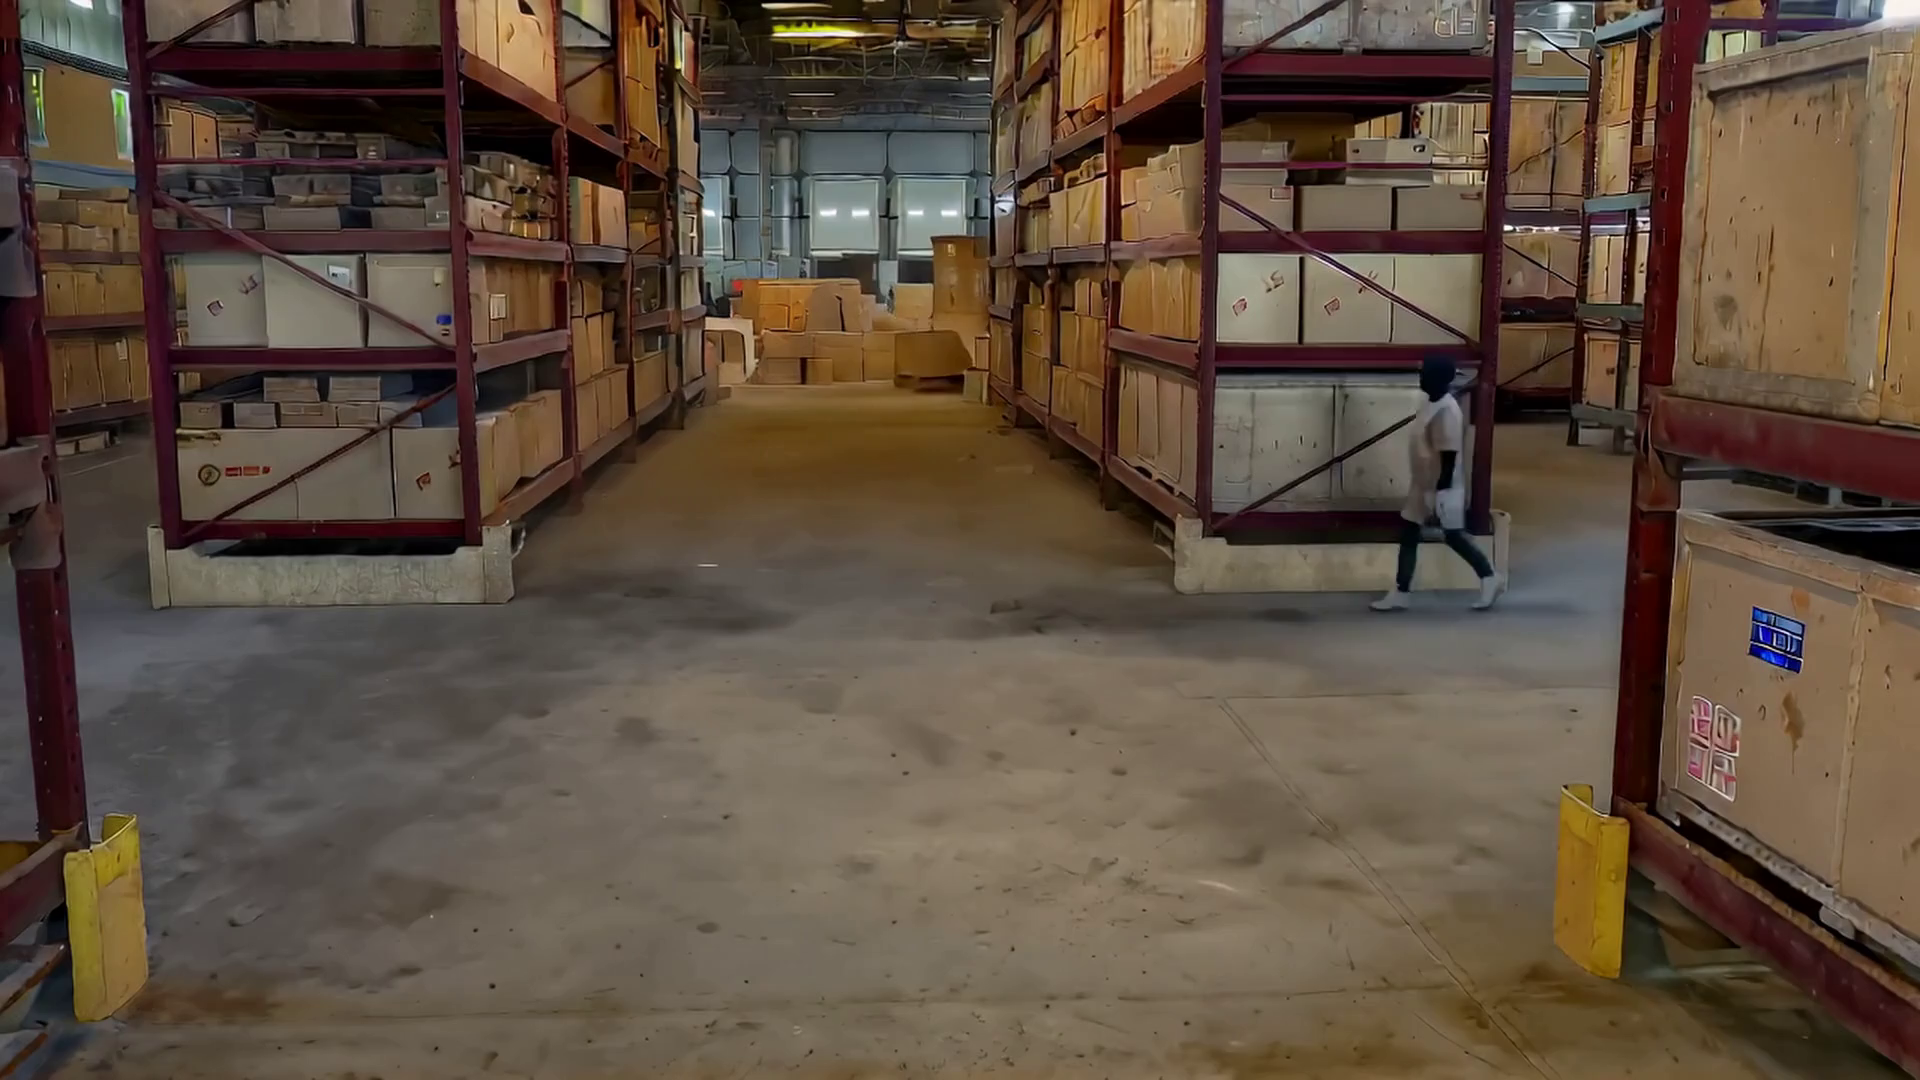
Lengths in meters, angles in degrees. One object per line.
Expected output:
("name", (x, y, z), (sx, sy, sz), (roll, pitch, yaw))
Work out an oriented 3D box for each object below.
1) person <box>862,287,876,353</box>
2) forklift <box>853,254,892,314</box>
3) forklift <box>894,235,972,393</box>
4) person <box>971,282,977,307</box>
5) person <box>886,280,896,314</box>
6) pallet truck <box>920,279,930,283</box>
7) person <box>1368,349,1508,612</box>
("person", (-2.050, -4.851, 38.030), (0.429, 1.846, 0.633), (-5, 10, -27))
("forklift", (-3.158, -8.349, 56.753), (1.129, 2.768, 1.873), (-5, 10, -30))
("forklift", (-0.175, -4.124, 30.223), (1.873, 2.768, 1.129), (-6, 11, -33))
("person", (0.248, -3.888, 31.516), (0.395, 1.993, 0.614), (-4, 10, -23))
("person", (-2.521, -8.780, 62.445), (0.589, 1.928, 0.386), (7, 11, 37))
("pallet truck", (-0.932, -8.922, 63.114), (1.885, 1.965, 0.823), (2, 9, 13))
("person", (3.037, -0.359, 10.393), (0.817, 1.668, 0.537), (-1, 9, -5))
